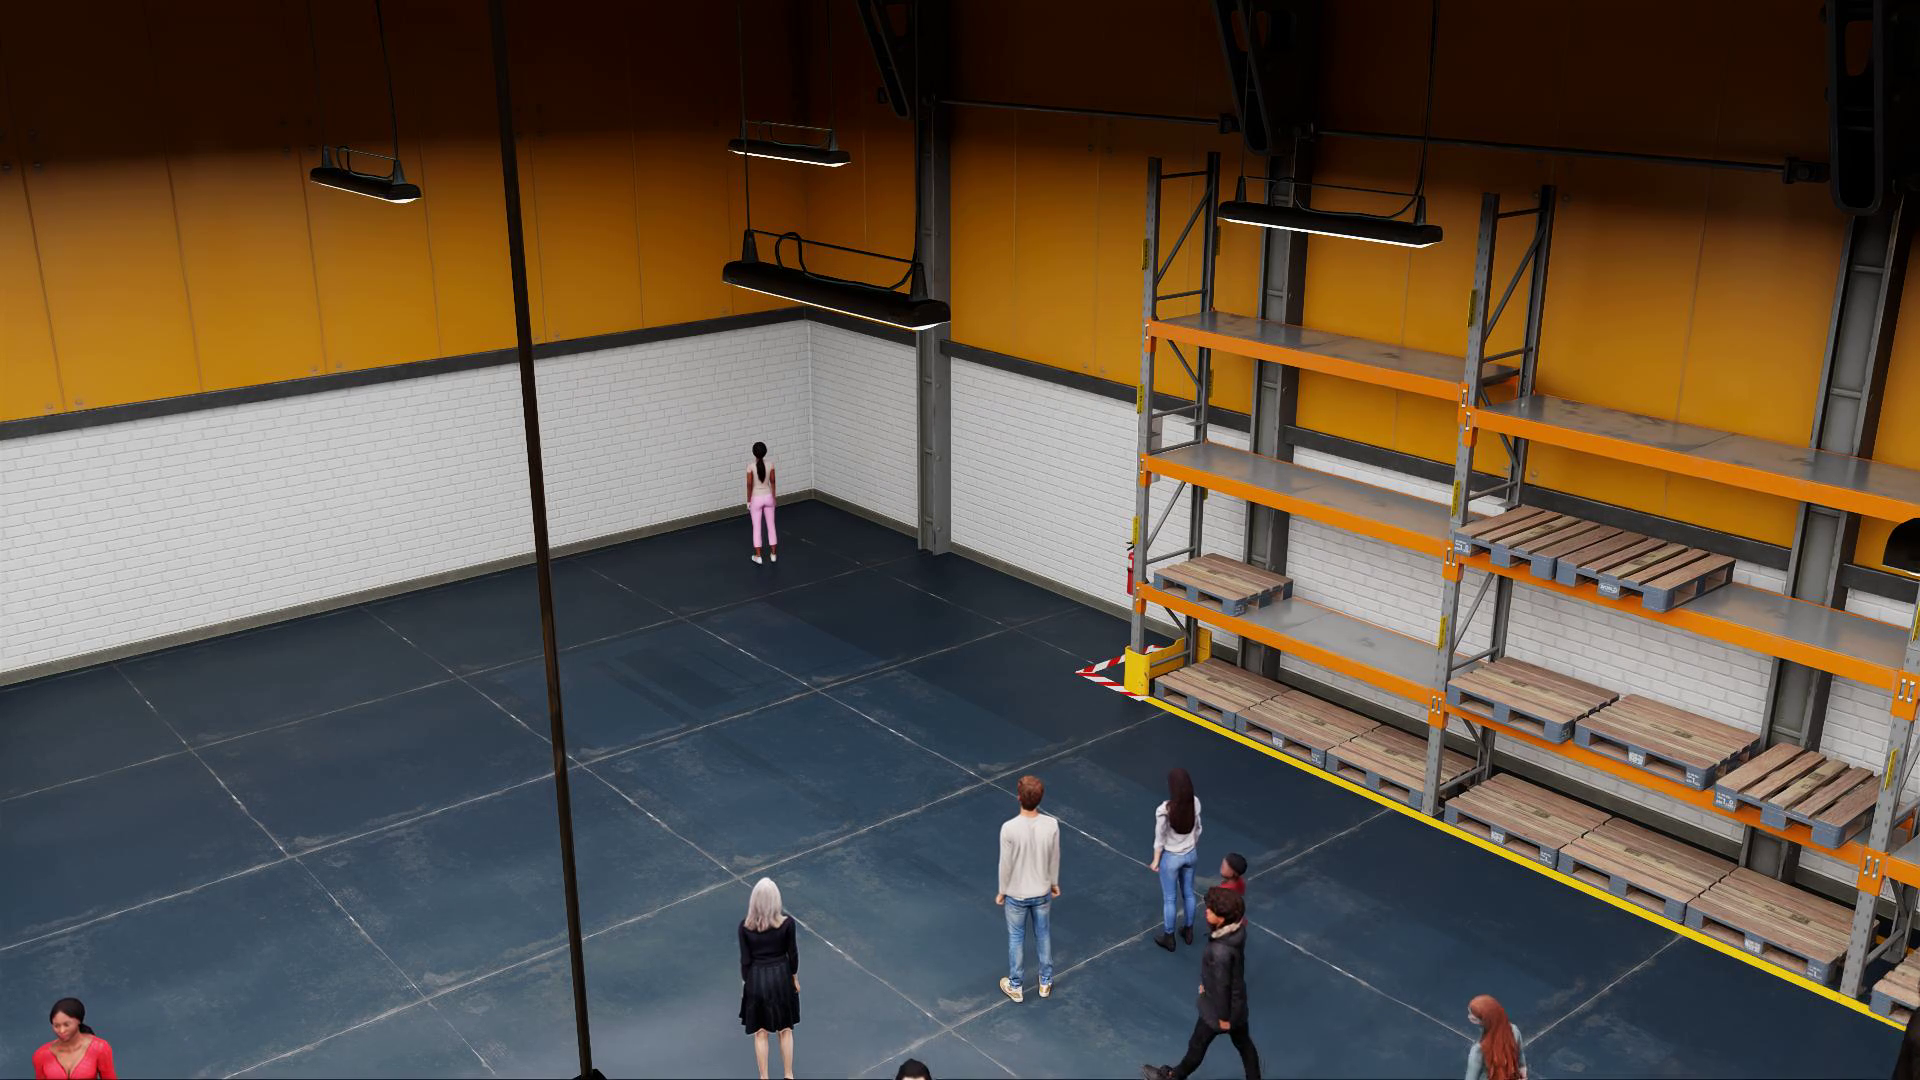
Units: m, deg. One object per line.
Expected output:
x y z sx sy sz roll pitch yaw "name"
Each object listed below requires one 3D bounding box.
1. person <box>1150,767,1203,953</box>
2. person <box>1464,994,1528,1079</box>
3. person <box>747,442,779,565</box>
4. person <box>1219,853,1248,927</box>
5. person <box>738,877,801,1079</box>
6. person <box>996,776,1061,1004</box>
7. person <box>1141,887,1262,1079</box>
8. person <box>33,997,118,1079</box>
1.822 2.645 13.852 0.640 1.634 0.571 -10 21 -27 "person"
3.494 3.672 10.672 0.793 1.718 0.664 -3 19 -10 "person"
-2.753 -0.534 23.126 0.634 1.740 0.603 -8 20 -22 "person"
2.199 3.066 13.209 0.655 1.248 0.597 10 21 28 "person"
-1.372 3.219 11.973 0.697 1.746 0.714 -4 19 -11 "person"
0.540 2.750 13.120 0.757 1.903 0.731 -5 19 -14 "person"
1.960 3.291 11.783 1.180 1.730 0.946 8 20 22 "person"
-5.526 3.689 10.518 0.697 1.784 0.703 -6 19 -17 "person"
